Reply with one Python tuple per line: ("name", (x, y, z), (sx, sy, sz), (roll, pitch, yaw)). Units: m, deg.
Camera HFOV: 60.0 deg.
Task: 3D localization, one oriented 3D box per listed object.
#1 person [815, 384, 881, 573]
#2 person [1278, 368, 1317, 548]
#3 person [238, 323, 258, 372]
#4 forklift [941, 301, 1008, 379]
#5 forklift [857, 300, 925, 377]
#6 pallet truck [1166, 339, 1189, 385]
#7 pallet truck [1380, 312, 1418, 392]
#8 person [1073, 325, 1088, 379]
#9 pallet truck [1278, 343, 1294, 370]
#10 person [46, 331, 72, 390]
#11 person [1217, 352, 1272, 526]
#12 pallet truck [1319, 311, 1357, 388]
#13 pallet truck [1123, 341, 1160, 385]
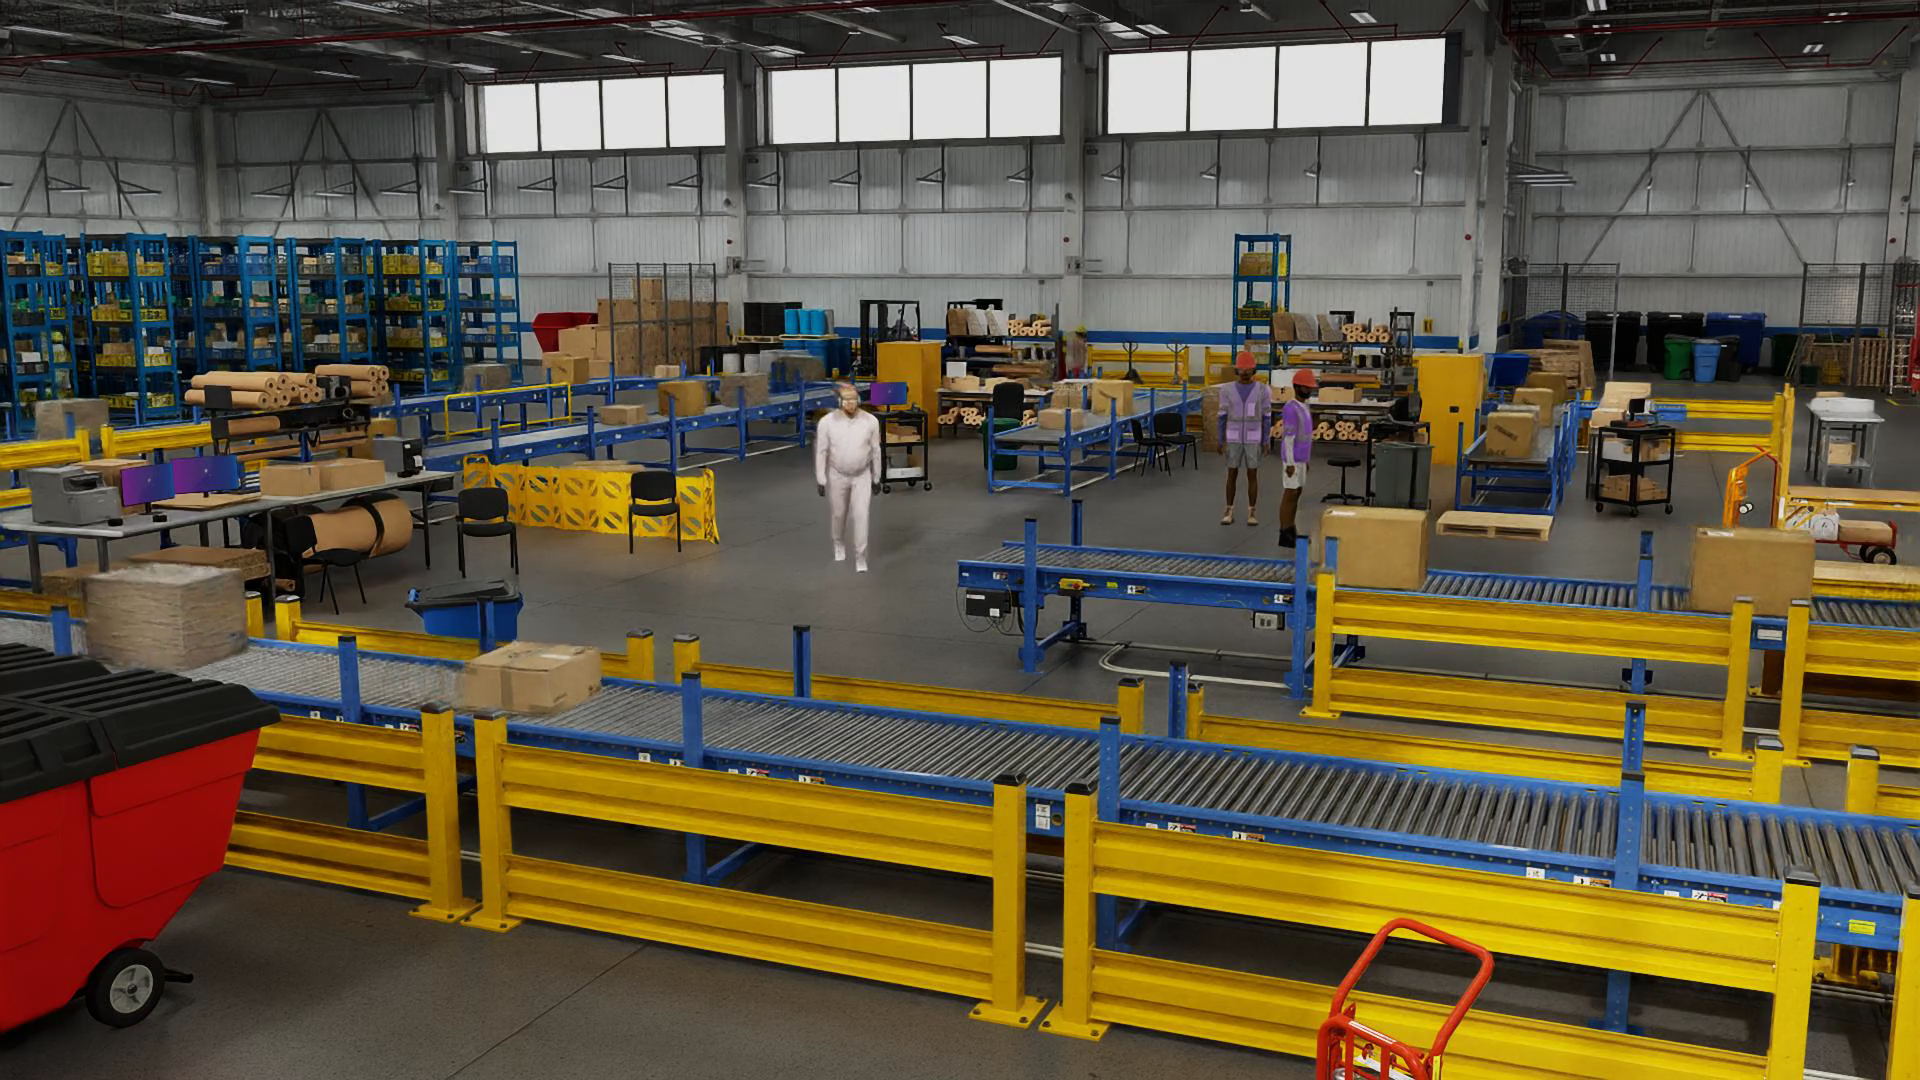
("person", (-1.126, -0.651, 16.770), (0.658, 1.872, 0.936), (-1, 9, -6))
("person", (3.664, -0.886, 17.971), (0.375, 1.934, 0.548), (5, 11, 30))
("person", (-15.797, -4.009, 36.871), (1.034, 1.933, 0.648), (5, 10, 26))
("forklift", (0.365, -4.966, 41.571), (1.157, 1.987, 2.680), (3, 10, 20))
("forklift", (-1.732, -5.109, 42.468), (1.157, 1.987, 2.680), (4, 10, 22))
("pallet truck", (5.418, -4.269, 40.420), (0.704, 1.261, 1.522), (3, 10, 20))
("pallet truck", (10.207, -4.283, 38.369), (0.823, 1.965, 1.885), (3, 10, 20))
("person", (2.541, -3.744, 35.827), (0.559, 1.753, 0.538), (-2, 9, -9))
("pallet truck", (7.886, -4.163, 39.743), (0.653, 1.274, 1.630), (4, 10, 22))
("person", (-17.510, -3.155, 32.179), (0.913, 1.795, 0.606), (4, 10, 22))
("person", (3.309, -1.175, 19.399), (0.616, 2.039, 0.386), (2, 10, 14))
("pallet truck", (9.071, -4.419, 39.190), (0.823, 1.965, 1.885), (5, 10, 26))
("pallet truck", (4.445, -4.380, 41.279), (0.680, 1.201, 1.601), (4, 10, 22))
